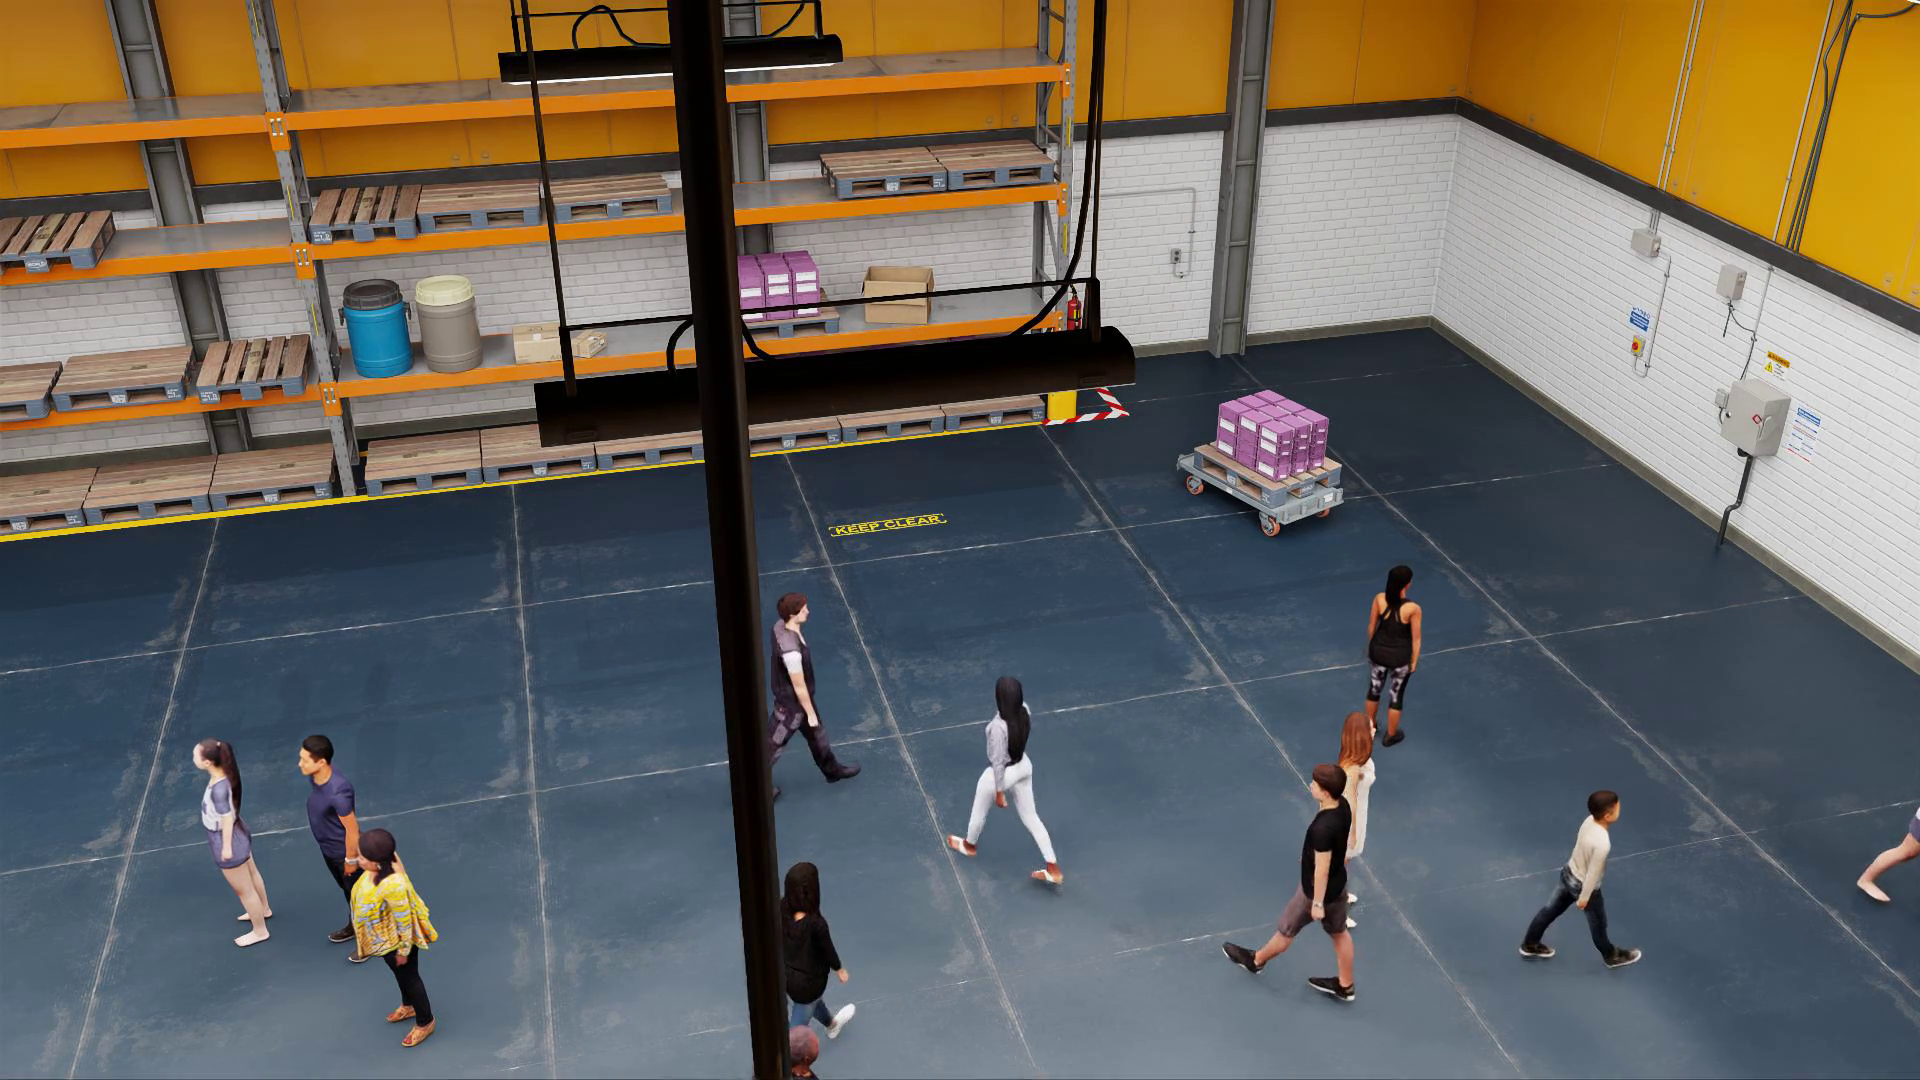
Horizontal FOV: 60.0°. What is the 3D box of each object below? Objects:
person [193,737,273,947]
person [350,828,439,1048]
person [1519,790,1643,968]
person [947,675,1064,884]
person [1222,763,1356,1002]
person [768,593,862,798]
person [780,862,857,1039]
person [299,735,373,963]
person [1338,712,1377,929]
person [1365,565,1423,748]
[{"bbox_3d":[-5.020,2.059,11.492,0.508,1.650,0.589,-8,30,-14],"label":"person"},{"bbox_3d":[-3.613,2.515,10.651,0.865,1.655,0.823,-18,34,-30],"label":"person"},{"bbox_3d":[4.129,2.319,11.249,1.052,1.427,0.722,0,29,0],"label":"person"},{"bbox_3d":[0.431,1.767,12.005,1.152,1.672,1.211,21,35,33],"label":"person"},{"bbox_3d":[2.459,2.283,10.903,1.240,1.820,1.156,14,31,24],"label":"person"},{"bbox_3d":[-1.392,1.247,12.822,1.191,1.802,0.733,-5,29,-9],"label":"person"},{"bbox_3d":[-1.020,2.743,10.282,0.944,1.607,1.108,22,36,35],"label":"person"},{"bbox_3d":[-4.211,2.066,11.331,0.702,1.793,0.715,-25,37,-38],"label":"person"},{"bbox_3d":[2.711,1.929,11.663,0.671,1.714,0.644,7,29,13],"label":"person"},{"bbox_3d":[3.503,0.923,13.559,0.660,1.666,0.699,19,34,31],"label":"person"}]
